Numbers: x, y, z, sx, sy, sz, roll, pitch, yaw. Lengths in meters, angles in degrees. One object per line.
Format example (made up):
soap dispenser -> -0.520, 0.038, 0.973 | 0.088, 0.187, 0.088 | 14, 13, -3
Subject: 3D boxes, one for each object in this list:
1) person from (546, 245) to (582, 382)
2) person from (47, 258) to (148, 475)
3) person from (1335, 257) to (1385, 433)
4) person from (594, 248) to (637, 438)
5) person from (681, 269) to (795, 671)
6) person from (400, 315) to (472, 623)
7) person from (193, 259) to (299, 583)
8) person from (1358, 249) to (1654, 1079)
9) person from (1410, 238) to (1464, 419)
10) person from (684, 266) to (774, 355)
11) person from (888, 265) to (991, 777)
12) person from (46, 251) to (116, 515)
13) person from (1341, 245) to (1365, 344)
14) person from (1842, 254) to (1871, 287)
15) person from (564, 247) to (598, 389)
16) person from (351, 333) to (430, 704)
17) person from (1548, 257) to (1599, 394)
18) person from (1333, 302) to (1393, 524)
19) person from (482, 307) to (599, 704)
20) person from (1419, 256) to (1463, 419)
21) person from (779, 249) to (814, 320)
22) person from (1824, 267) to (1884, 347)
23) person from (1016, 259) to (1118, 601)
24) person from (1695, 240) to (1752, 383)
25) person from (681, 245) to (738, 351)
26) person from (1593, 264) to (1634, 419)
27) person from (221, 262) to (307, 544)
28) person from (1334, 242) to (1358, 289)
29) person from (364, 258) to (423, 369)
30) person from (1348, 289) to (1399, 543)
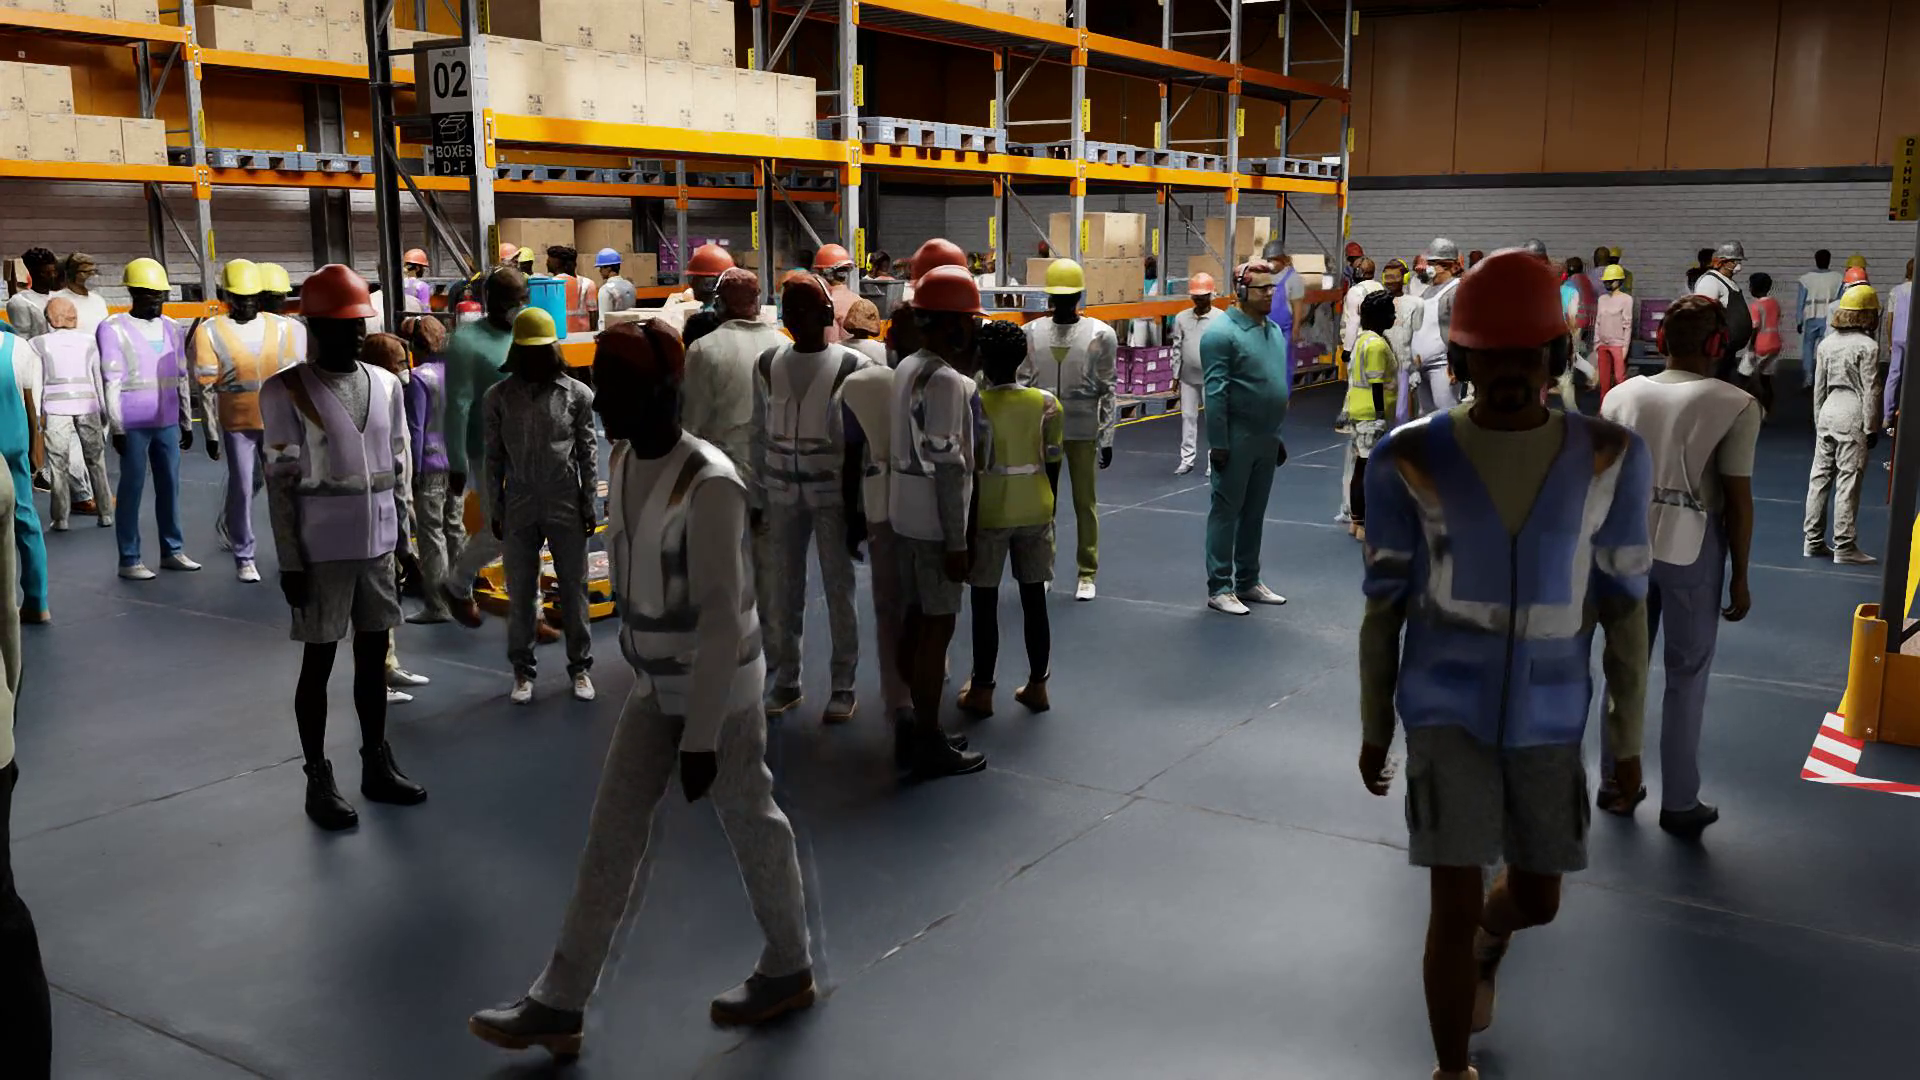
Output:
person -> -4.507, -2.343, 18.816 | 0.361, 1.965, 0.614 | 3, 11, 18
person -> -7.471, -1.452, 14.155 | 0.874, 1.881, 0.598 | -5, 11, -25
person -> 4.205, -2.039, 17.480 | 0.429, 1.844, 0.625 | 9, 14, 42
person -> -3.527, -2.011, 17.066 | 0.413, 1.939, 0.604 | 4, 11, 19
person -> -1.017, -0.302, 7.727 | 0.653, 1.894, 0.401 | -9, 14, -41
person -> -2.788, -0.378, 8.872 | 0.315, 1.631, 0.524 | 2, 10, 9
person -> -4.189, -0.700, 9.868 | 0.594, 1.913, 0.399 | -10, 14, -43
person -> 1.200, 0.368, 3.754 | 0.612, 2.017, 0.927 | 2, 10, 9
person -> 4.050, -1.545, 14.191 | 0.537, 2.000, 0.674 | -2, 10, -11
person -> -1.520, -0.888, 11.113 | 0.637, 1.864, 1.003 | 4, 11, 22
person -> -0.072, -0.068, 6.320 | 0.388, 1.930, 0.544 | -3, 11, -18
person -> -6.478, -1.160, 12.338 | 0.355, 1.938, 0.637 | 0, 10, 2
person -> 6.433, -3.843, 27.208 | 0.552, 1.937, 0.356 | -10, 14, -43
person -> 12.189, -2.972, 22.695 | 0.403, 1.826, 0.592 | 4, 11, 22
person -> -4.460, -2.383, 19.111 | 0.600, 1.949, 0.413 | 1, 10, 5
person -> -2.532, -0.095, 7.323 | 0.289, 1.625, 0.494 | 0, 10, -1
person -> 8.079, -2.777, 21.669 | 0.696, 1.809, 0.688 | 10, 14, 44
person -> 2.916, -0.887, 11.770 | 0.532, 1.614, 0.576 | 5, 11, 26
person -> -1.820, -0.142, 7.267 | 0.484, 1.737, 0.321 | -2, 10, -10
person -> 5.118, -2.082, 17.621 | 0.577, 1.876, 0.356 | -6, 12, -29
person -> -2.308, -3.218, 23.884 | 0.475, 1.887, 0.637 | -10, 14, -43
person -> 8.966, -1.868, 16.768 | 0.563, 1.755, 0.321 | 0, 10, 1
person -> 0.592, -0.612, 9.364 | 0.589, 1.918, 0.395 | 3, 11, 18
person -> 7.657, -1.999, 16.706 | 0.535, 2.000, 0.682 | 9, 14, 42
person -> -1.375, -0.664, 9.434 | 0.390, 1.992, 0.624 | 5, 11, 25
person -> 7.134, -2.128, 18.220 | 0.350, 1.759, 0.523 | -4, 11, -22
person -> -4.409, -0.824, 10.631 | 0.944, 1.895, 0.589 | 7, 12, 34
person -> 6.670, -4.102, 28.521 | 0.612, 1.986, 0.407 | -4, 11, -23
person -> -4.097, -1.111, 12.112 | 0.370, 1.932, 0.630 | 4, 11, 20
person -> 2.772, -0.824, 11.152 | 0.318, 1.697, 0.535 | 1, 10, 5
